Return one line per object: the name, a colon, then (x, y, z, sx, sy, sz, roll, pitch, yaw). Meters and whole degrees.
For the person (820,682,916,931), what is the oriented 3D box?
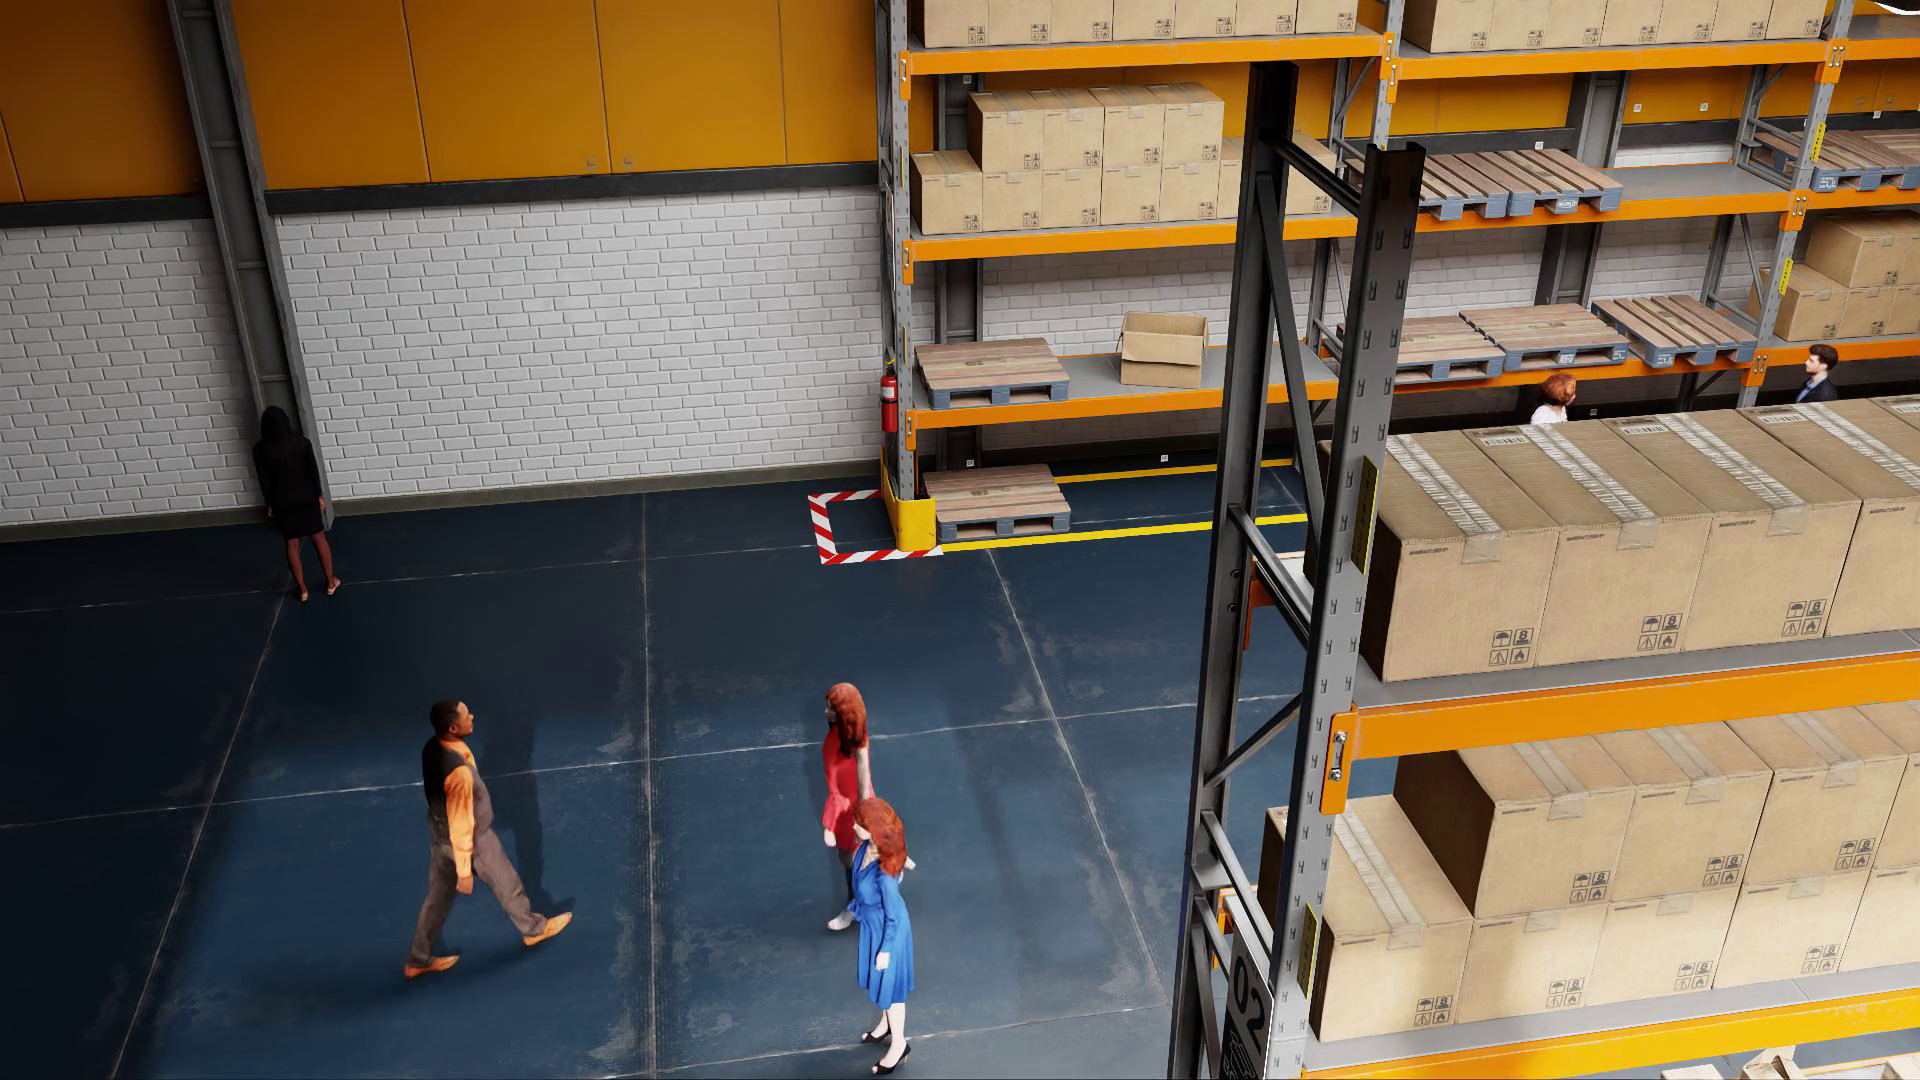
person: (-0.568, 1.602, 10.042, 0.896, 1.808, 0.723, -11, 30, -19)

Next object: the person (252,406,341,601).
person: (-5.458, -0.310, 13.639, 0.529, 1.720, 0.719, -11, 30, -19)

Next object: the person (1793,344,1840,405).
person: (7.292, -0.792, 14.344, 0.773, 1.890, 0.791, 4, 29, 8)

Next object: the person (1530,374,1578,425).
person: (4.868, -0.684, 14.359, 1.030, 1.686, 1.065, -25, 38, -38)

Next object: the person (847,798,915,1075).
person: (-0.411, 2.140, 9.036, 0.558, 1.826, 0.605, -5, 29, -10)

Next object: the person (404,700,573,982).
person: (-2.985, 1.782, 9.651, 1.368, 1.864, 1.075, -18, 34, -30)
